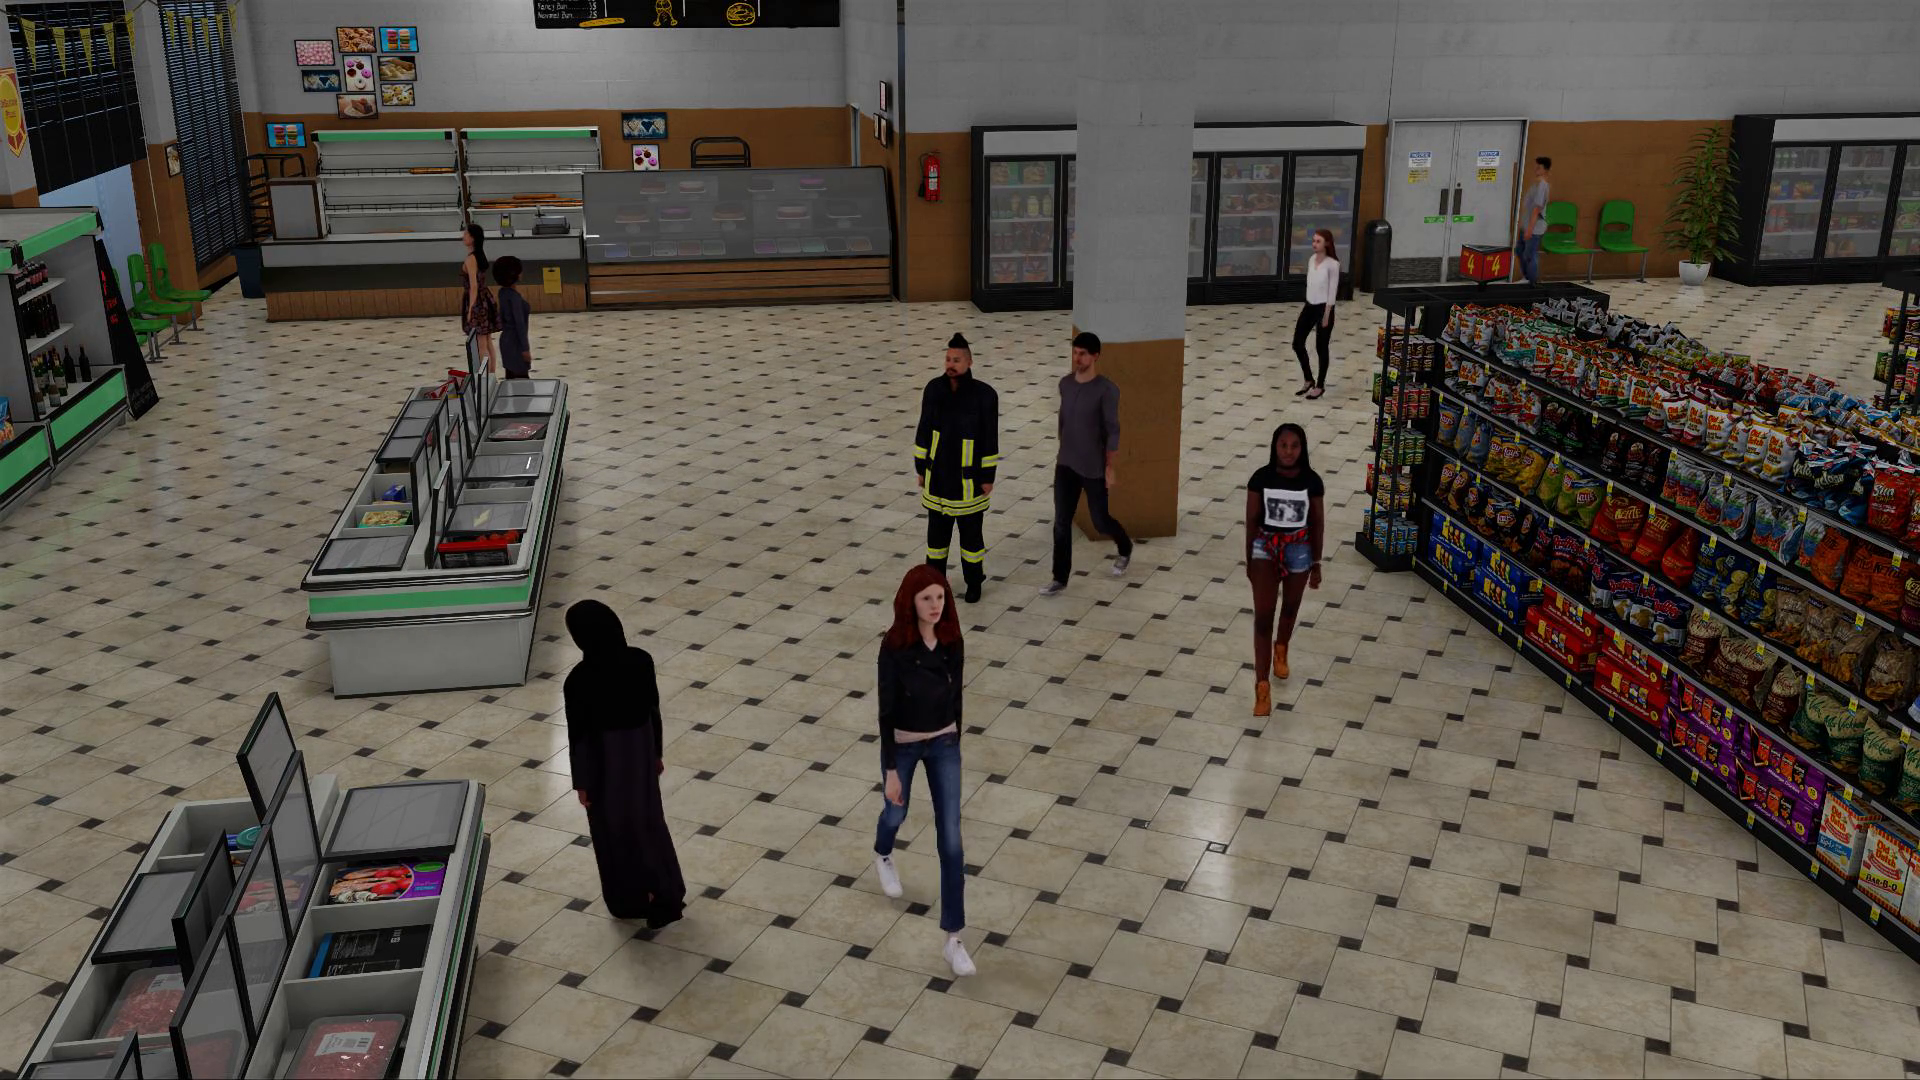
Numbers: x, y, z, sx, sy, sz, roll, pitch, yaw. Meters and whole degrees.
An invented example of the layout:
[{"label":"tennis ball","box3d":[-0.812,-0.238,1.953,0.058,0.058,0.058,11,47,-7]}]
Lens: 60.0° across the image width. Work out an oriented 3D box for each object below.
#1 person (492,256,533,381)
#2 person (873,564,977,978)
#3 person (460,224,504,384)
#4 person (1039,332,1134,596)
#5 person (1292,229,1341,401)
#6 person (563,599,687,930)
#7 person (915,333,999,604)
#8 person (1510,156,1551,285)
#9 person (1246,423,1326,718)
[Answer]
[{"label":"person","box3d":[-4.166,-1.798,15.542,0.711,1.710,0.579,-12,22,-32]},{"label":"person","box3d":[-0.221,0.950,7.339,0.720,1.744,1.281,-6,20,-18]},{"label":"person","box3d":[-4.956,-2.357,17.104,0.786,1.773,0.679,1,19,3]},{"label":"person","box3d":[0.928,-0.536,11.625,1.154,1.823,1.160,15,24,37]},{"label":"person","box3d":[3.719,-2.287,16.935,0.771,1.749,0.661,-11,21,-29]},{"label":"person","box3d":[-1.482,1.032,7.339,0.784,1.589,0.979,-10,21,-27]},{"label":"person","box3d":[-0.021,-0.502,11.466,0.871,1.859,0.882,7,20,19]},{"label":"person","box3d":[7.847,-4.296,22.732,0.877,1.850,0.609,6,19,16]},{"label":"person","box3d":[1.912,0.139,9.865,0.883,1.668,1.280,3,19,7]}]
